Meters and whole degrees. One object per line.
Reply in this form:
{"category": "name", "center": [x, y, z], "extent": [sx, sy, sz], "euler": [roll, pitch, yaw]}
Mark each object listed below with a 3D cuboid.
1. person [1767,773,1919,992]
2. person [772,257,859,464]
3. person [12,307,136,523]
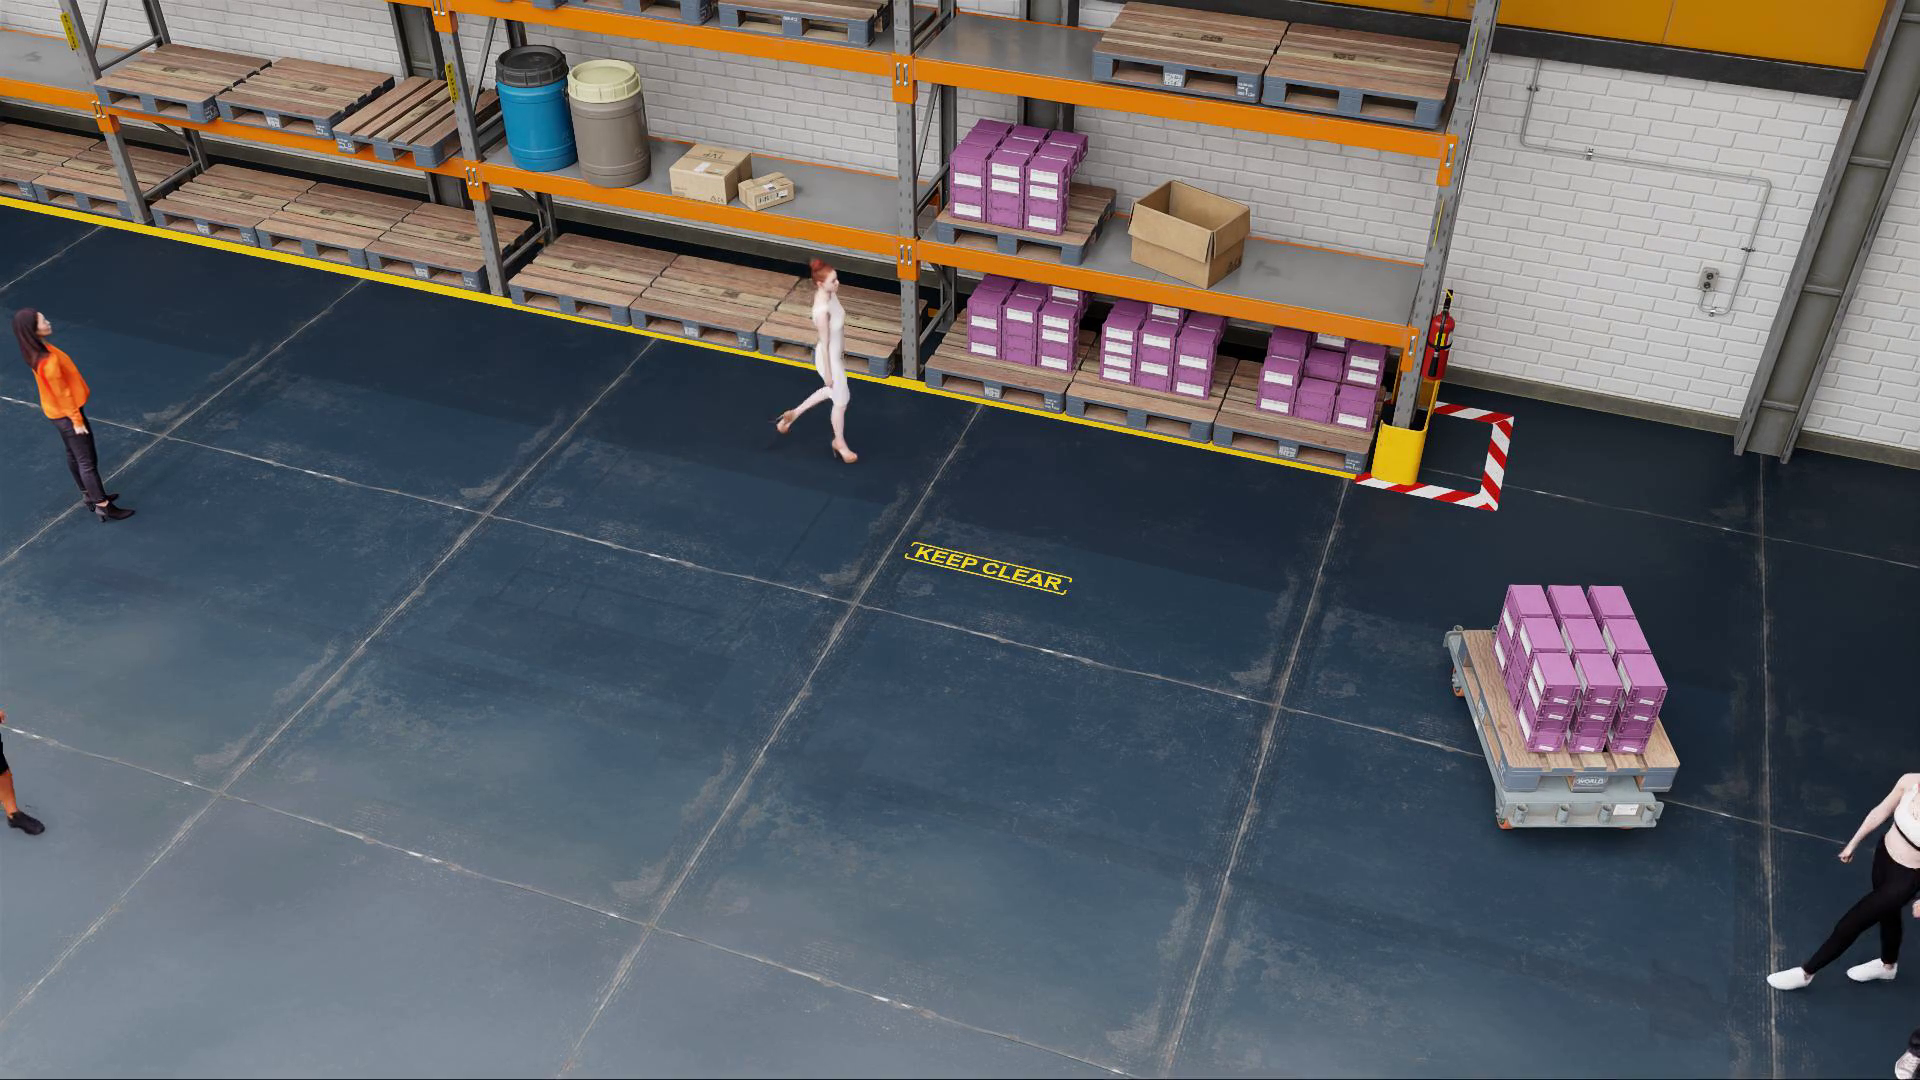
{"category": "person", "center": [4.982, 1.741, 8.696], "extent": [1.109, 1.714, 0.894], "euler": [-3, 39, -4]}
{"category": "person", "center": [-1.058, -1.328, 12.492], "extent": [0.945, 1.775, 0.721], "euler": [3, 39, 4]}
{"category": "person", "center": [-6.437, -0.906, 11.984], "extent": [0.766, 1.748, 0.656], "euler": [-28, 46, -30]}
